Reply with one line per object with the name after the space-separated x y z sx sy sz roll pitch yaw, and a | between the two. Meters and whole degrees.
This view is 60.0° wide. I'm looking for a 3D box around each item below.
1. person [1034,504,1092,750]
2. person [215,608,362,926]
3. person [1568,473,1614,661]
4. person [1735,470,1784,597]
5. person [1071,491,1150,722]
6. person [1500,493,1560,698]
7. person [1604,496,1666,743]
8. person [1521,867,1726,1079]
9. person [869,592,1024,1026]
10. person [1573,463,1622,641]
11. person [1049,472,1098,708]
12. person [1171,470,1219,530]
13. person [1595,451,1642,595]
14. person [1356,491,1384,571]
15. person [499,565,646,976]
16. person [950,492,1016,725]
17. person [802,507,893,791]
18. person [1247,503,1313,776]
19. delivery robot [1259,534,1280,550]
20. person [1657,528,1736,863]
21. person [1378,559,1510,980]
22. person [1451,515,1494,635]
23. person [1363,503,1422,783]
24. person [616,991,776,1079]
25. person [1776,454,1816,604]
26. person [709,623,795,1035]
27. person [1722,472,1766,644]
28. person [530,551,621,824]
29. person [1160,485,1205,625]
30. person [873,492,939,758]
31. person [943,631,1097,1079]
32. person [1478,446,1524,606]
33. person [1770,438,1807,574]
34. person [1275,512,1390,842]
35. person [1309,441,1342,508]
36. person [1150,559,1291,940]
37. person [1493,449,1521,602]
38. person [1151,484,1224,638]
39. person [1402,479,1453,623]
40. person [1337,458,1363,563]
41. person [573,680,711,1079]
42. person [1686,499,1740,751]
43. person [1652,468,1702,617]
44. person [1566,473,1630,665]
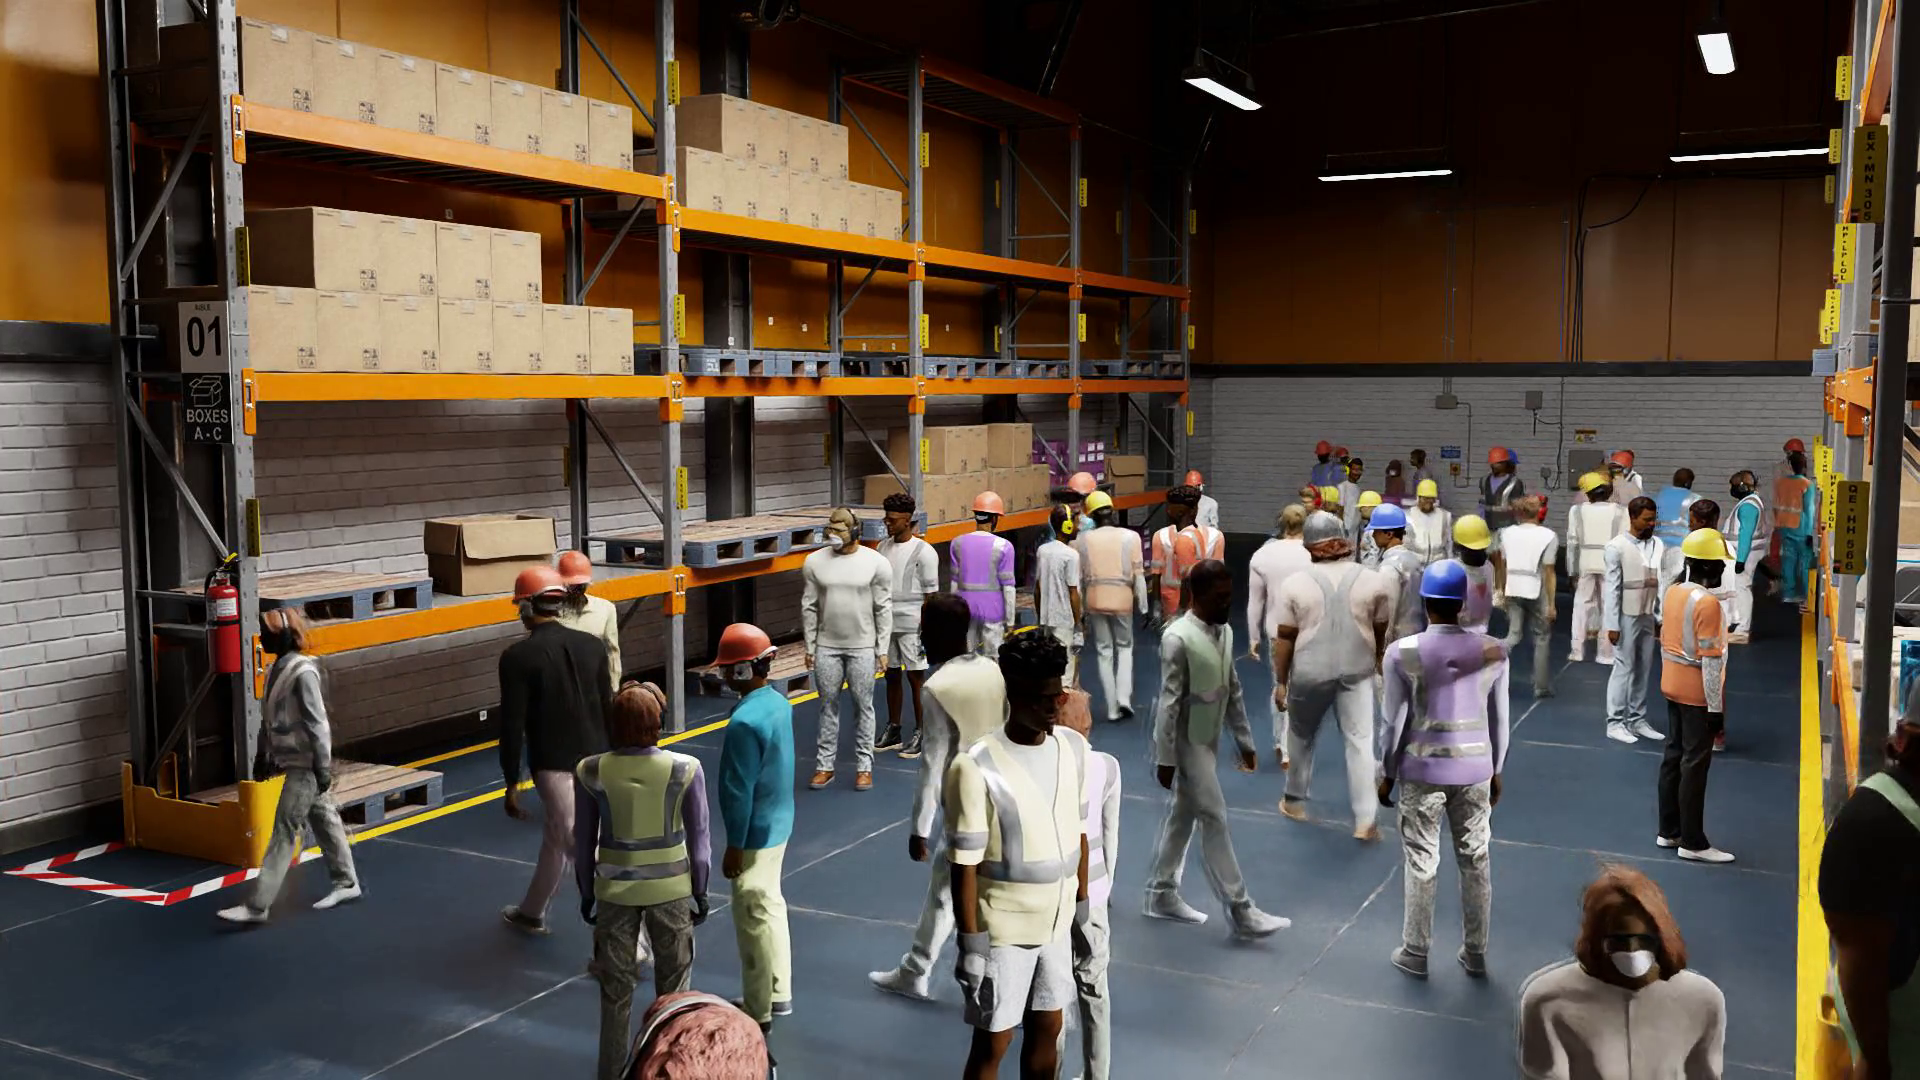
0.758 0.658 12.532 0.312 1.864 0.532 -3 6 -32 | person
-3.459 1.152 8.520 0.810 1.602 0.547 -4 7 -37 | person
6.356 0.274 16.602 0.579 1.880 0.349 1 5 6 | person
10.243 -0.076 21.506 0.741 1.675 0.541 1 5 10 | person
1.234 0.546 13.609 0.658 1.884 0.418 1 5 10 | person
4.922 0.499 14.479 0.766 1.821 0.575 -3 6 -33 | person
5.203 0.609 12.860 0.602 1.906 0.411 -3 6 -30 | person
1.600 1.577 4.022 0.506 1.613 0.380 1 5 6 | person
0.031 1.154 7.235 0.987 1.868 0.607 2 6 25 | person
6.815 0.138 17.872 0.521 1.914 0.743 -2 6 -20 | person
1.058 0.437 14.103 0.608 2.024 0.612 -3 6 -30 | person
2.764 0.052 19.641 0.564 1.751 0.342 2 6 17 | person
7.688 -0.046 19.488 0.414 1.985 0.635 -5 7 -43 | person
3.994 0.390 16.140 0.341 1.736 0.485 1 5 15 | person
-1.885 1.075 7.996 1.199 1.895 0.634 4 7 37 | person
0.187 0.580 13.070 0.550 1.925 0.391 2 6 23 | person
-0.769 0.736 11.313 0.629 1.937 0.377 1 5 10 | person
2.444 0.691 11.924 0.644 1.909 0.823 3 6 31 | person
4.592 0.156 24.399 0.477 0.478 0.707 1 5 15 | delivery robot
4.285 0.892 9.683 0.366 1.927 0.585 0 5 -2 | person
2.240 1.064 7.719 0.602 1.949 0.393 0 5 -1 | person
3.430 0.753 11.406 0.601 1.879 0.580 -4 6 -35 | person
3.003 0.712 11.575 0.415 1.939 0.604 3 6 29 | person
-0.371 1.590 2.382 0.653 1.894 0.401 -4 7 -36 | person
10.615 -0.138 20.984 0.597 1.899 0.623 -2 6 -17 | person
-0.899 1.223 7.130 0.355 1.739 0.575 1 5 10 | person
8.361 0.191 17.776 0.429 1.831 0.630 2 6 24 | person
-2.369 0.930 10.286 0.573 1.739 0.355 -3 6 -29 | person
1.773 0.541 13.245 0.361 1.964 0.616 1 5 13 | person
-0.433 0.625 12.346 0.613 1.965 0.361 5 7 42 | person
0.211 1.267 5.533 0.599 1.958 0.394 -5 7 -41 | person
6.828 -0.186 20.876 0.842 2.009 0.599 -3 6 -33 | person
12.087 -0.488 24.240 0.612 1.986 0.407 -3 6 -29 | person
2.294 0.786 10.224 0.707 2.000 0.916 0 5 1 | person
5.520 -0.566 25.569 0.956 1.884 0.584 -3 6 -32 | person
1.319 1.039 8.319 0.862 1.880 0.607 3 6 31 | person
6.905 -0.185 21.172 0.400 1.943 0.612 -2 6 -21 | person
1.853 0.519 13.572 0.599 1.958 0.384 0 5 2 | person
4.821 0.257 17.287 0.625 1.776 0.954 0 5 3 | person
4.843 -0.088 20.577 0.333 1.864 0.520 5 7 41 | person
-1.197 1.348 6.287 0.514 1.645 0.309 0 5 -4 | person
5.583 0.650 12.410 0.402 1.909 0.599 5 7 43 | person
8.379 0.058 19.427 0.979 1.784 0.636 -4 6 -34 | person
6.267 0.296 16.325 0.640 1.891 0.390 4 6 34 | person
